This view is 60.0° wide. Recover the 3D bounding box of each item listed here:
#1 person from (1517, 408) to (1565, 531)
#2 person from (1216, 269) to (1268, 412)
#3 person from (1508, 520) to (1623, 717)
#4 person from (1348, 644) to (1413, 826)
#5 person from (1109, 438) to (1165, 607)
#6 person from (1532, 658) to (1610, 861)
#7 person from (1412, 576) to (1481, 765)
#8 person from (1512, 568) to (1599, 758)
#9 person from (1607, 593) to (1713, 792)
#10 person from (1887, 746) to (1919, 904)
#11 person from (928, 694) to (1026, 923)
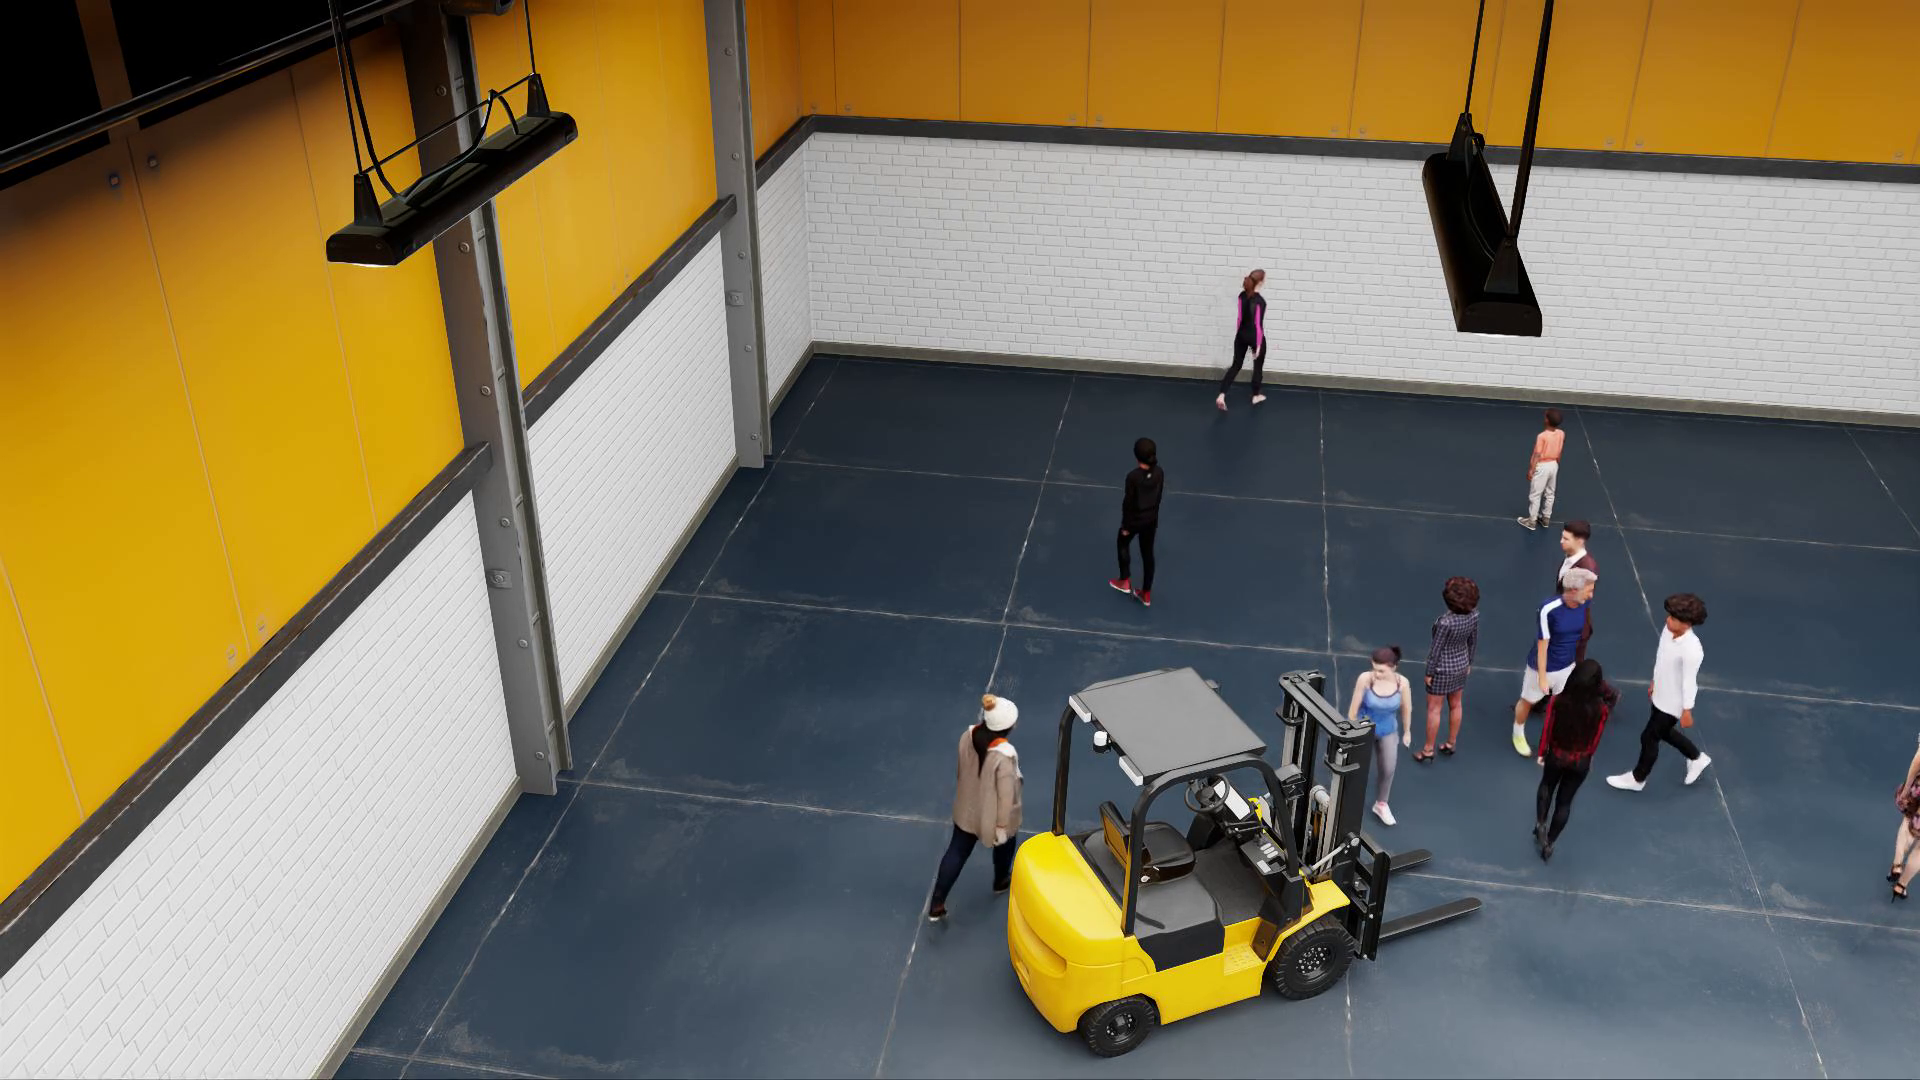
[{"bbox_3d":[5.964,-0.730,16.929,0.557,1.308,0.579,-9,30,-15],"label":"person"},{"bbox_3d":[3.310,-2.302,19.383,0.969,1.717,1.154,25,37,38],"label":"person"},{"bbox_3d":[5.138,0.695,13.764,0.898,1.837,1.097,-2,29,-4],"label":"person"},{"bbox_3d":[3.132,1.446,12.651,0.695,1.585,0.714,-2,29,-4],"label":"person"},{"bbox_3d":[1.728,-0.145,15.489,0.811,1.659,0.880,-13,31,-22],"label":"person"},{"bbox_3d":[4.474,1.665,12.193,0.620,1.639,0.634,9,30,15],"label":"person"},{"bbox_3d":[3.901,1.045,13.266,0.701,1.700,0.733,-14,32,-24],"label":"person"},{"bbox_3d":[4.681,0.949,13.333,0.895,1.803,1.014,-7,29,-13],"label":"person"},{"bbox_3d":[5.593,1.203,12.888,0.794,1.784,1.008,-2,29,-3],"label":"person"},{"bbox_3d":[6.843,1.863,11.701,0.796,1.762,0.858,24,36,36],"label":"person"},{"bbox_3d":[0.099,1.886,11.558,1.179,1.858,1.323,22,36,34],"label":"person"}]
